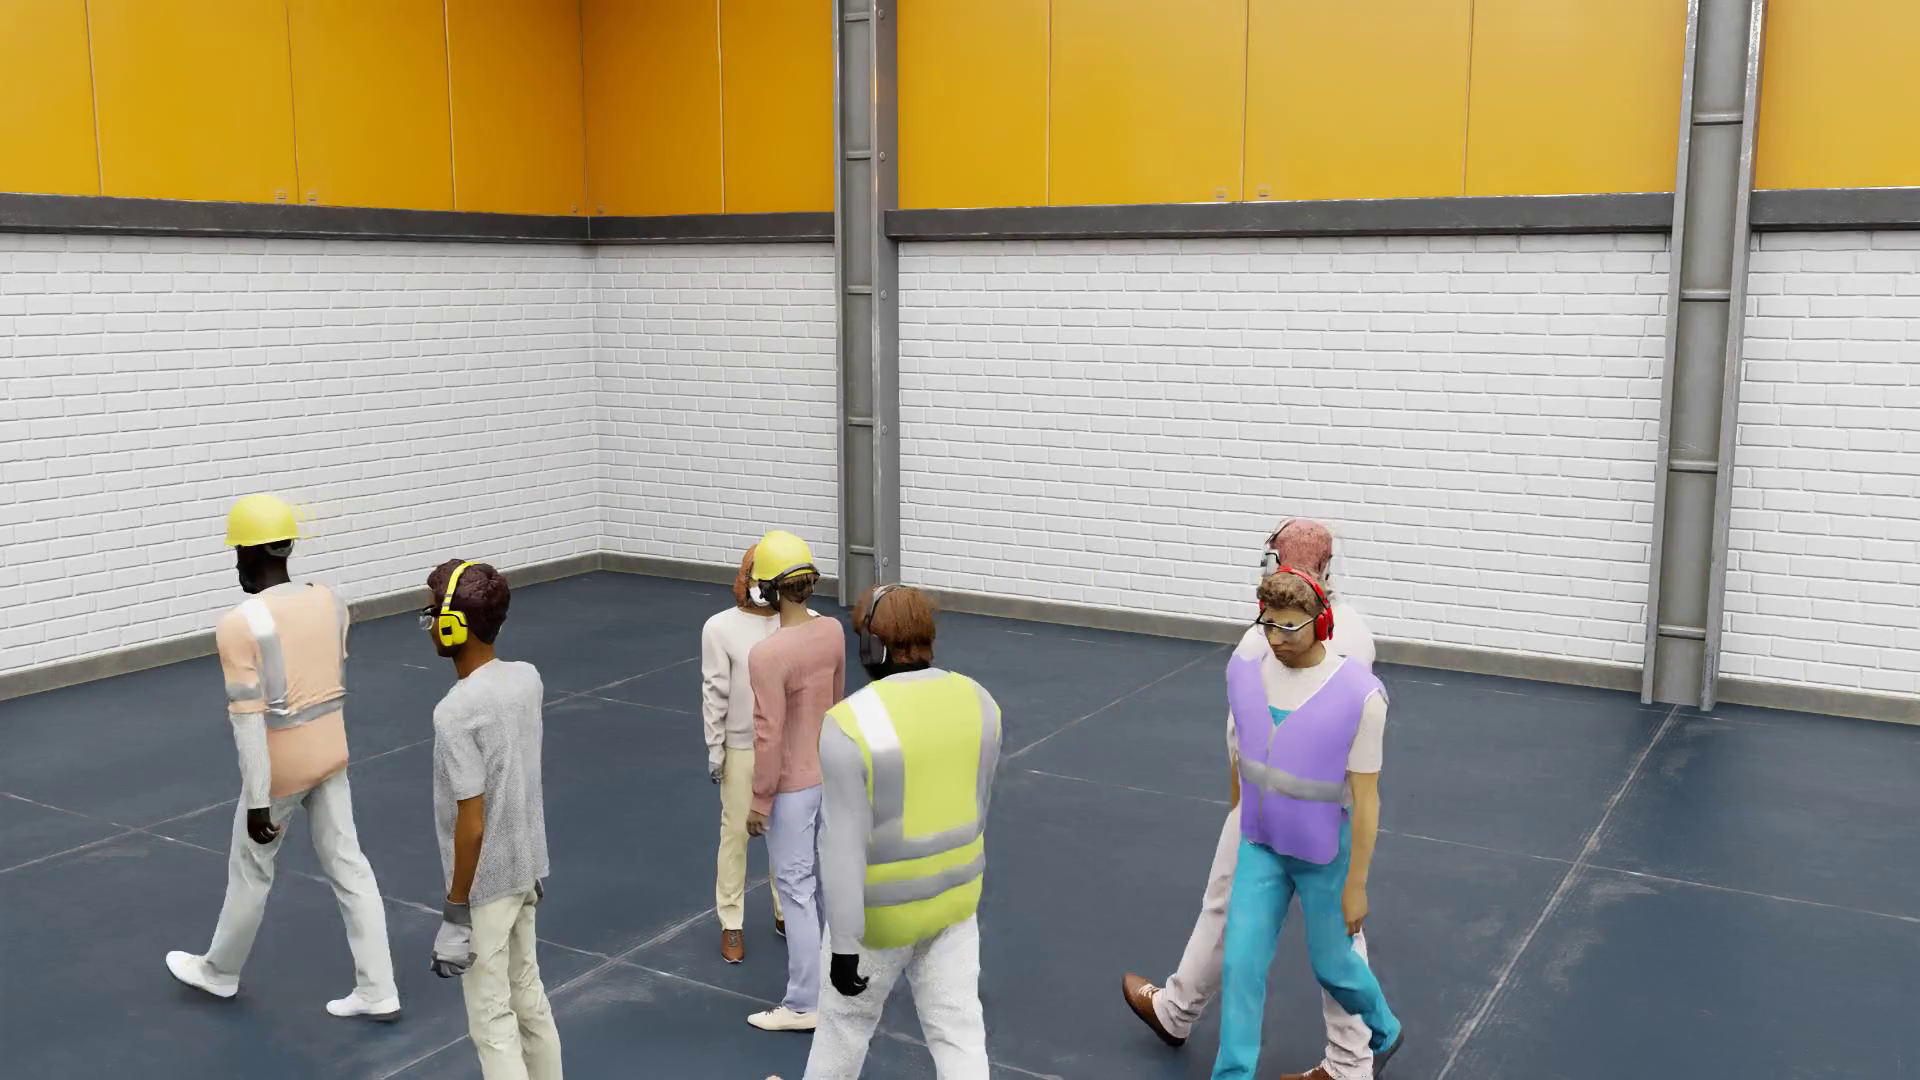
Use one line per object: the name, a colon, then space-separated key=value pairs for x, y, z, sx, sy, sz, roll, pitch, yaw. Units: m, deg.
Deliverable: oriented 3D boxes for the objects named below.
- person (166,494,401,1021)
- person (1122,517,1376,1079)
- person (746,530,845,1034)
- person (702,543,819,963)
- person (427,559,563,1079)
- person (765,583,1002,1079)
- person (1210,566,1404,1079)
person: x=-2.412 y=0.773 z=5.897 sx=0.980 sy=1.874 sz=0.611 roll=4 pitch=10 yaw=22
person: x=1.005 y=0.856 z=5.453 sx=0.666 sy=1.860 sz=0.969 roll=-8 pitch=12 yaw=-42
person: x=-0.581 y=0.843 z=5.826 sx=0.329 sy=1.765 sz=0.525 roll=5 pitch=10 yaw=28
person: x=-0.750 y=0.807 z=6.457 sx=0.501 sy=1.632 sz=0.286 roll=-4 pitch=10 yaw=-24
person: x=-1.320 y=0.977 z=4.658 sx=0.317 sy=1.870 sz=0.523 roll=2 pitch=9 yaw=11
person: x=-0.207 y=1.005 z=4.716 sx=0.656 sy=1.790 sz=0.944 roll=-7 pitch=12 yaw=-39
person: x=1.076 y=0.940 z=5.144 sx=0.900 sy=1.798 sz=0.598 roll=-9 pitch=12 yaw=-43
